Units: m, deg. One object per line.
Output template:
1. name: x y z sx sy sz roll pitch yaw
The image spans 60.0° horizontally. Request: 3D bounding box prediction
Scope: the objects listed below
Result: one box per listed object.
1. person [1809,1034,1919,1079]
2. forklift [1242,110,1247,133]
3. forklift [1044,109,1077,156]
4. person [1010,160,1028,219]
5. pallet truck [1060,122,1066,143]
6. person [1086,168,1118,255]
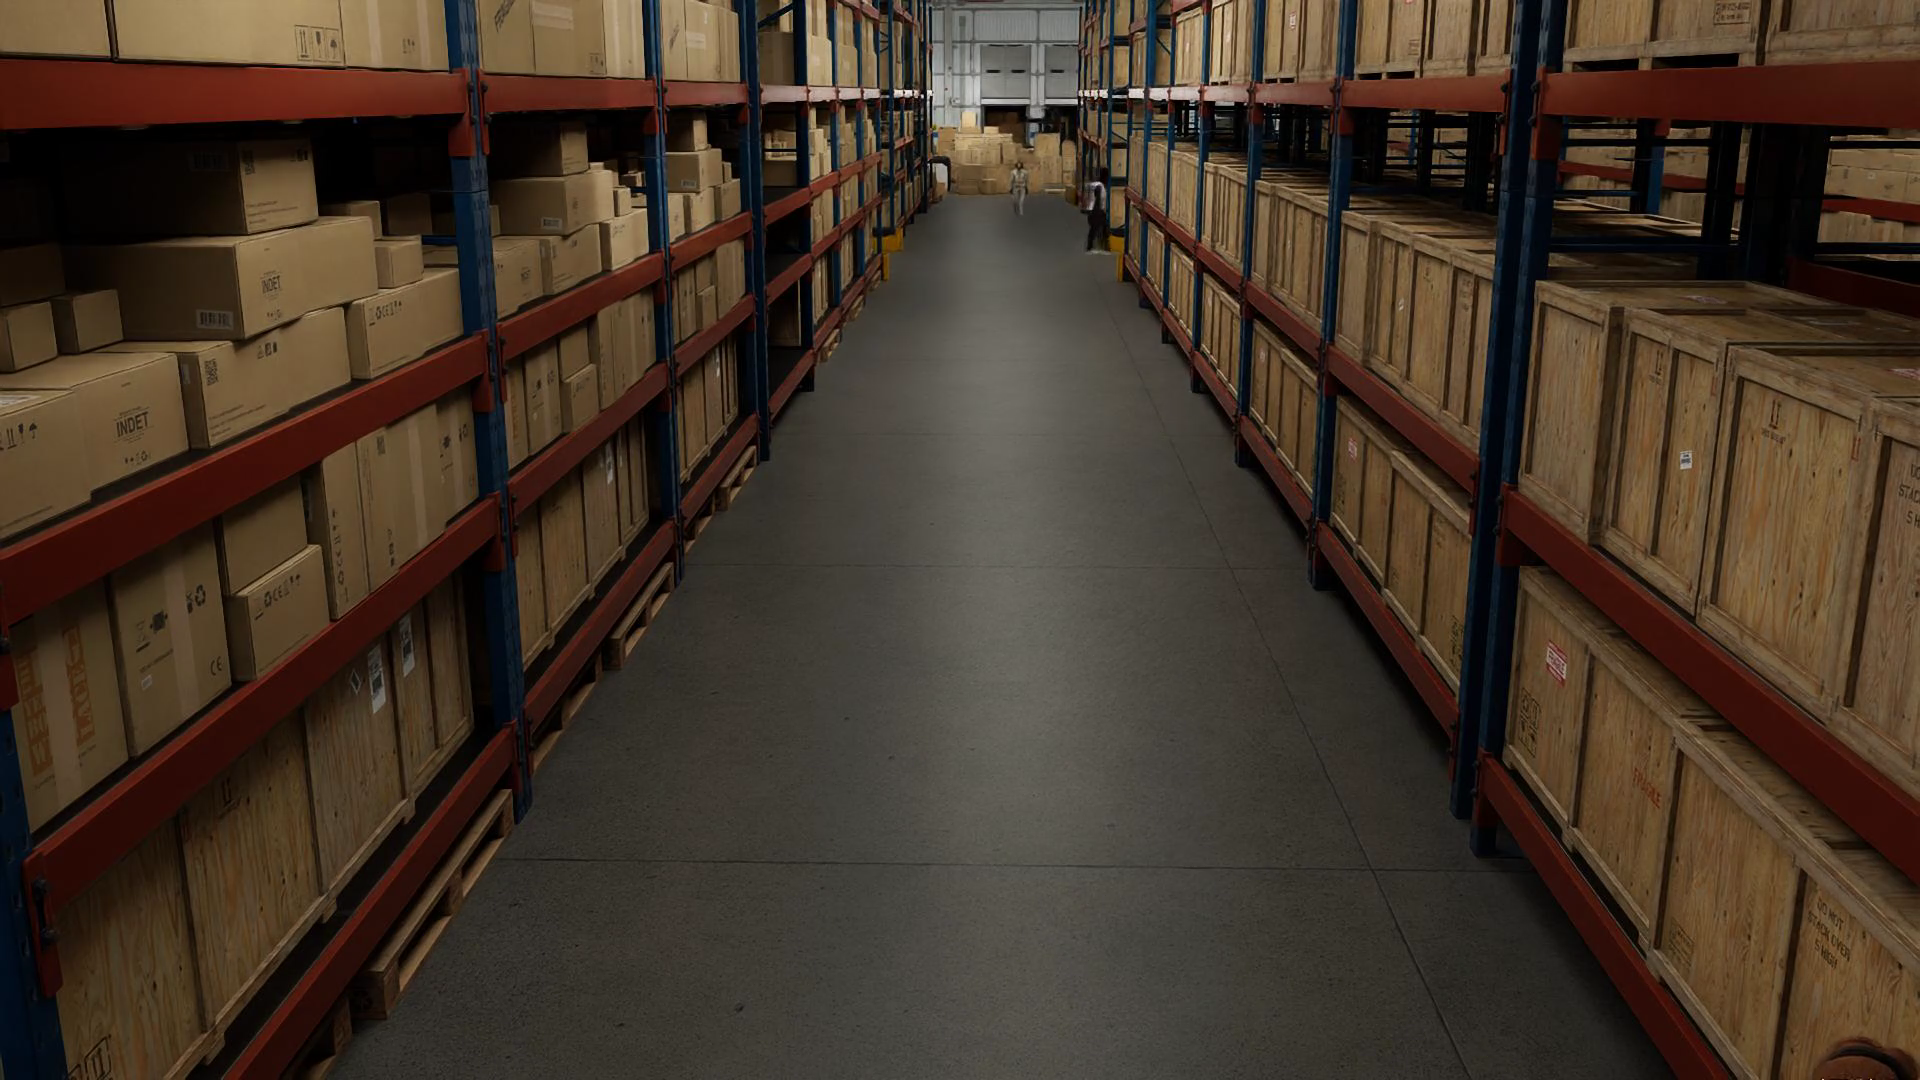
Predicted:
1. person: 1.770 1.804 3.466 0.529 1.627 0.322 14 21 42
2. forklift: 11.072 -15.524 65.549 1.873 2.768 1.129 0 15 2
3. forklift: 3.976 -17.027 71.143 1.873 2.768 1.129 -8 17 -28
4. person: 1.678 -9.894 46.980 0.516 1.629 0.384 2 15 6
5. pallet truck: 5.788 -21.111 88.014 1.885 1.965 0.823 5 16 18
6. person: 3.142 -7.185 36.416 0.833 1.871 0.642 4 16 15
